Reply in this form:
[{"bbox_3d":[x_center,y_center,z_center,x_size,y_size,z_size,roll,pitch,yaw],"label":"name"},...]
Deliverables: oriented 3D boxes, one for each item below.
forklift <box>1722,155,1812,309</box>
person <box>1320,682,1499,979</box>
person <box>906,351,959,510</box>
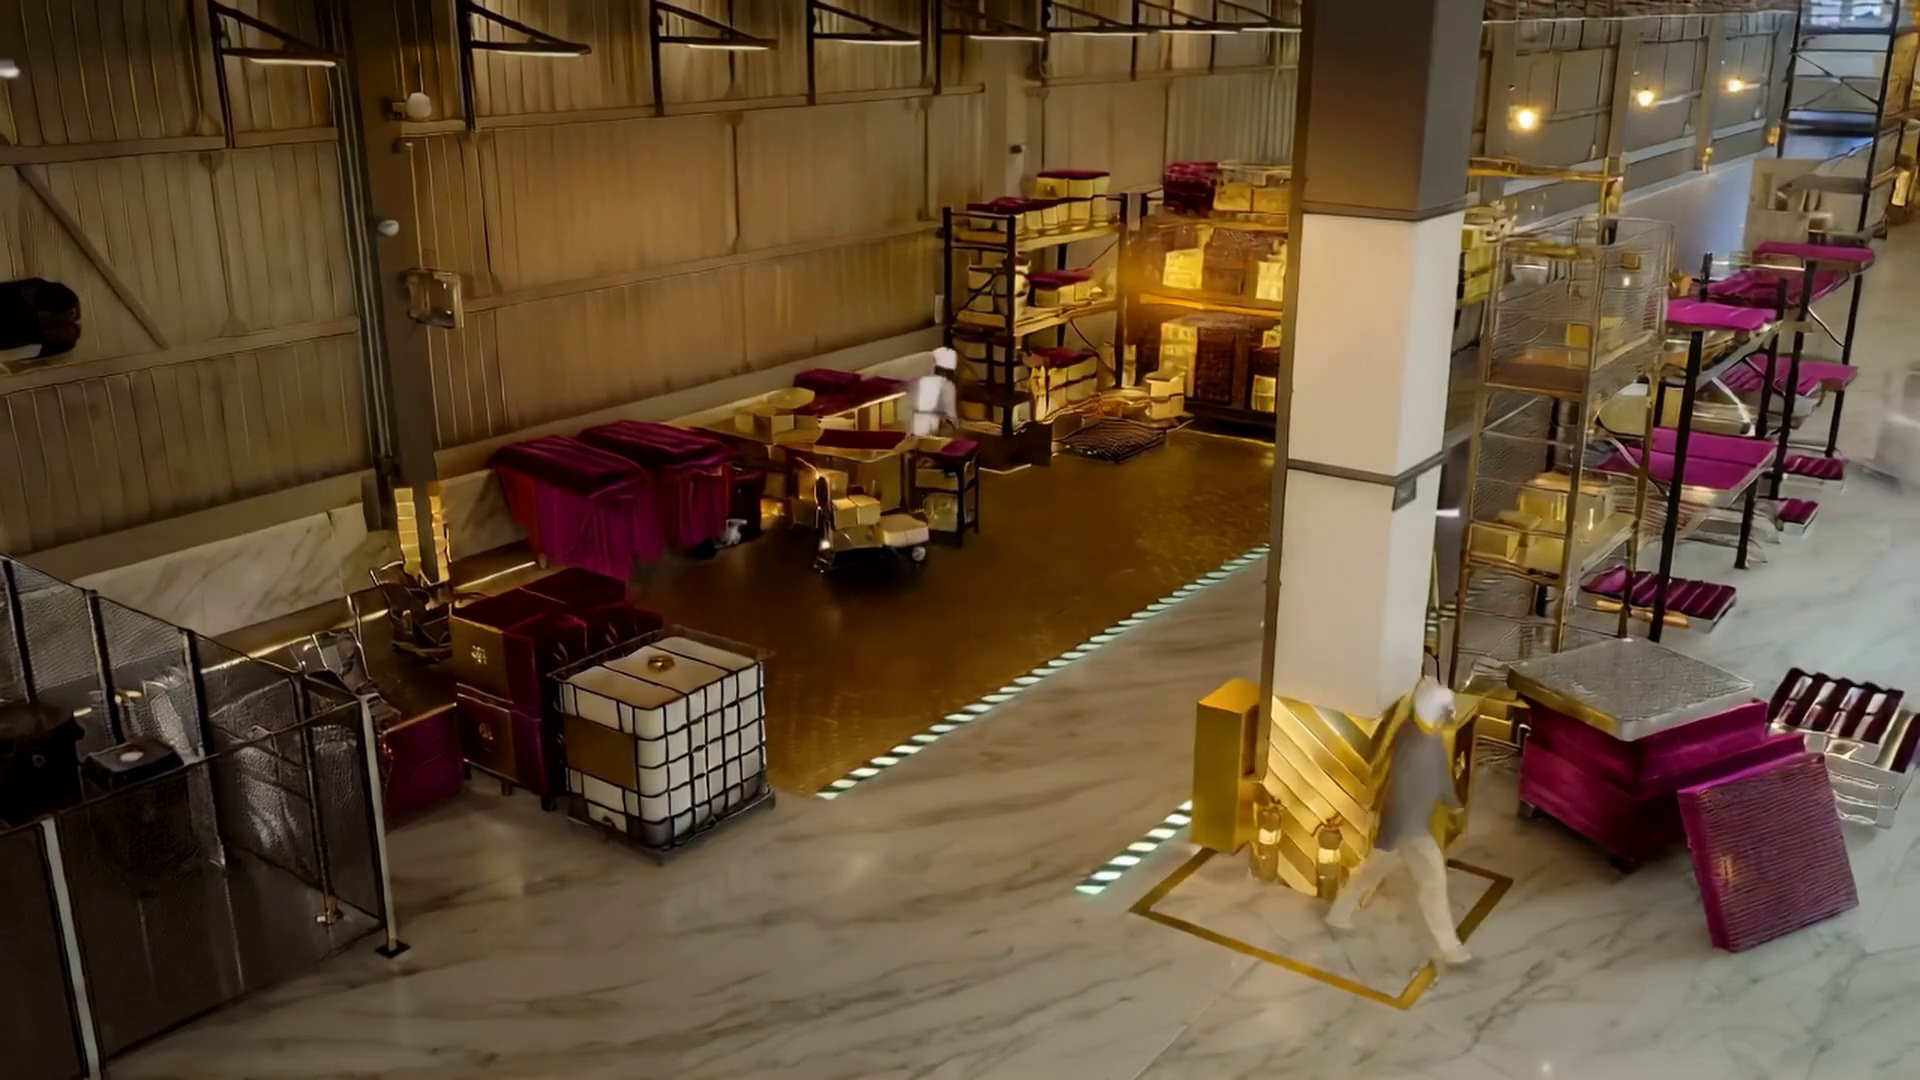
[{"bbox_3d":[15.455,-5.888,31.639,1.129,2.768,1.873,13,22,34],"label":"forklift"},{"bbox_3d":[2.717,1.710,9.990,1.077,1.883,0.617,6,19,17],"label":"person"},{"bbox_3d":[-0.350,-1.247,19.028,0.701,1.889,0.378,9,20,26],"label":"person"}]
